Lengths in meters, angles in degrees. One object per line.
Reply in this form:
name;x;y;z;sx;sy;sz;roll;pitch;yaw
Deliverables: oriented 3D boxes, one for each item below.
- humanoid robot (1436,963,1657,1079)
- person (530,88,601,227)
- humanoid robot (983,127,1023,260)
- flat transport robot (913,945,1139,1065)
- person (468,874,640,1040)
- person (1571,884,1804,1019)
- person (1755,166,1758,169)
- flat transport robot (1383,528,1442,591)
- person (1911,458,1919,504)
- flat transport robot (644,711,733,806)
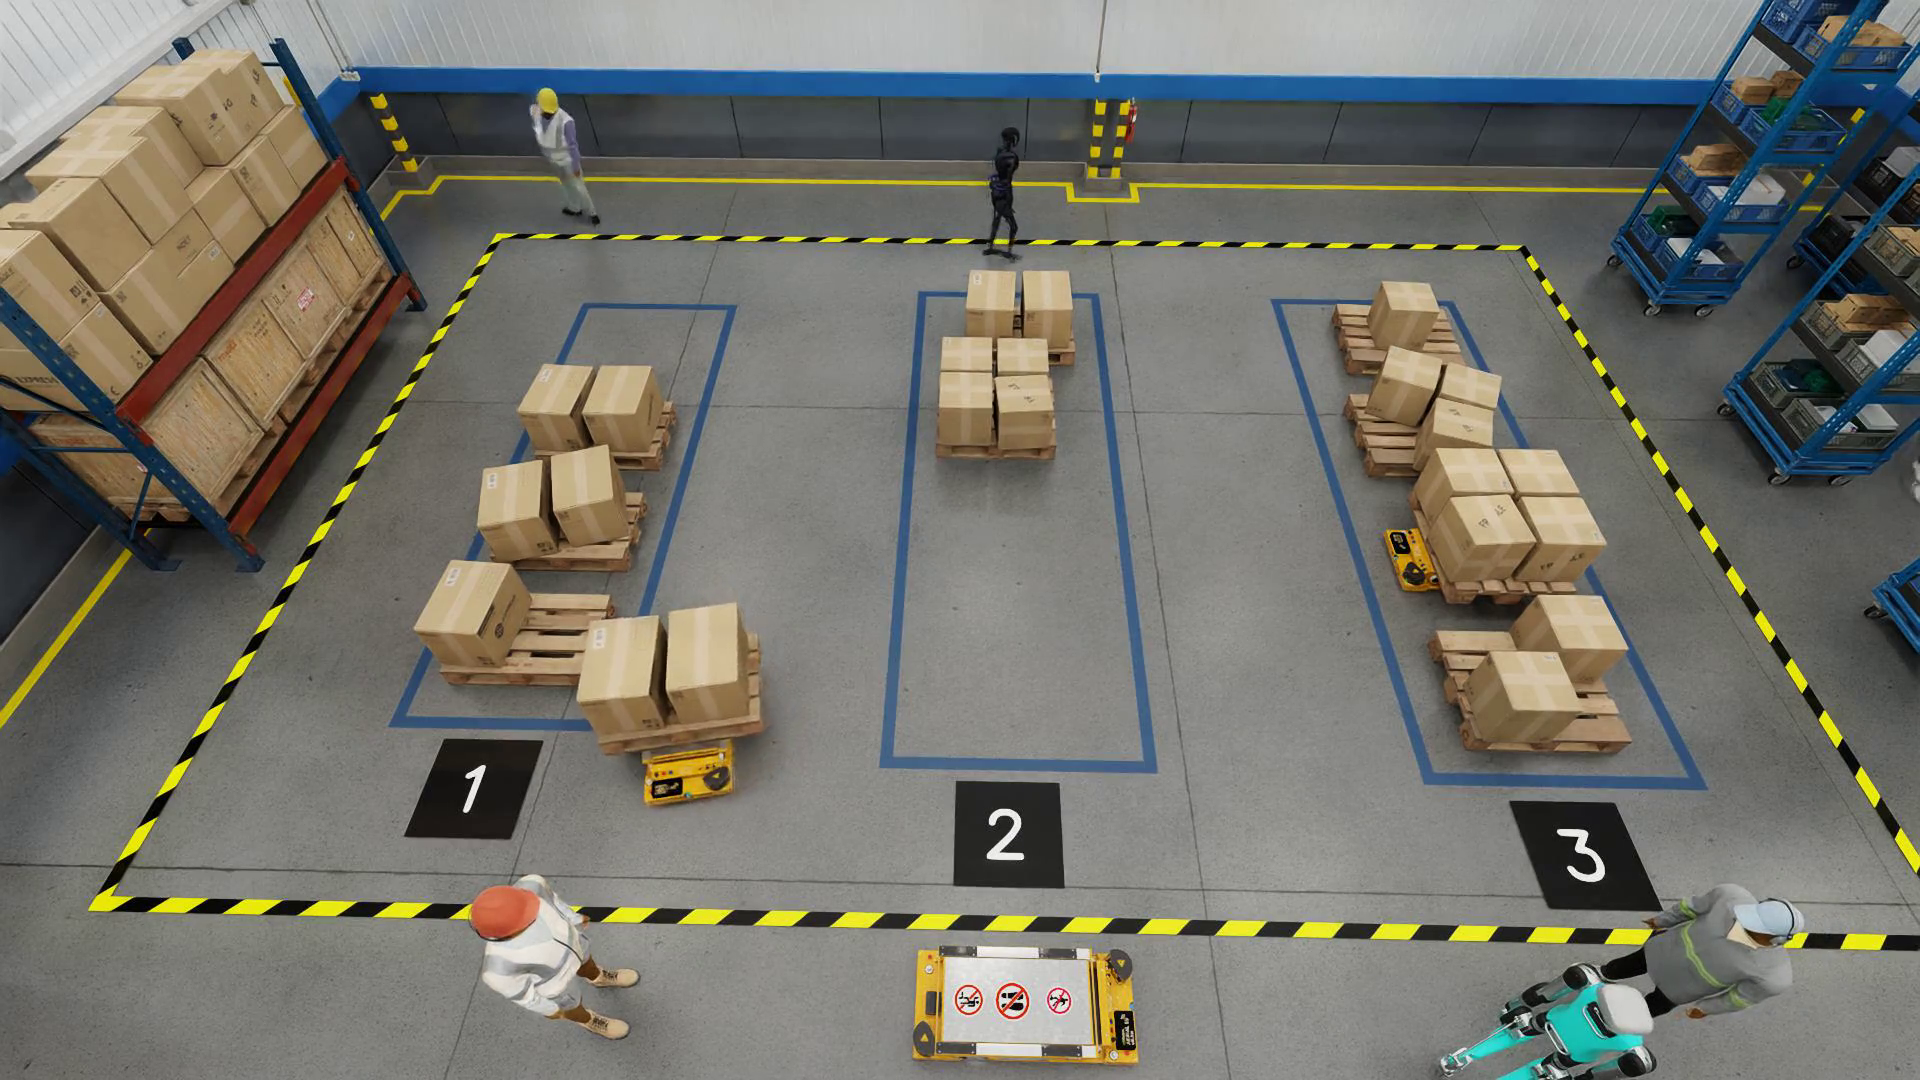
humanoid robot;3.093;2.872;5.110;0.735;1.677;0.533;-11;52;-9
person;-4.992;-4.767;11.402;0.723;1.786;0.407;22;54;17
humanoid robot;0.526;-4.132;10.951;0.468;1.642;0.608;-8;51;-7
flat transport robot;0.422;3.041;6.007;1.431;0.231;0.659;1;51;1
person;-2.337;2.447;5.345;0.363;2.048;0.608;0;51;0
person;4.290;2.498;5.427;0.398;1.851;0.594;-1;51;-1
person;9.088;-4.127;10.827;0.542;1.853;0.496;-10;52;-8
flat transport robot;4.689;0.155;8.342;1.431;0.197;0.652;1;51;1
person;9.560;-1.060;8.346;0.571;1.822;0.826;10;51;8
flat transport robot;-2.171;1.372;7.350;0.652;0.197;1.431;-7;51;-6
